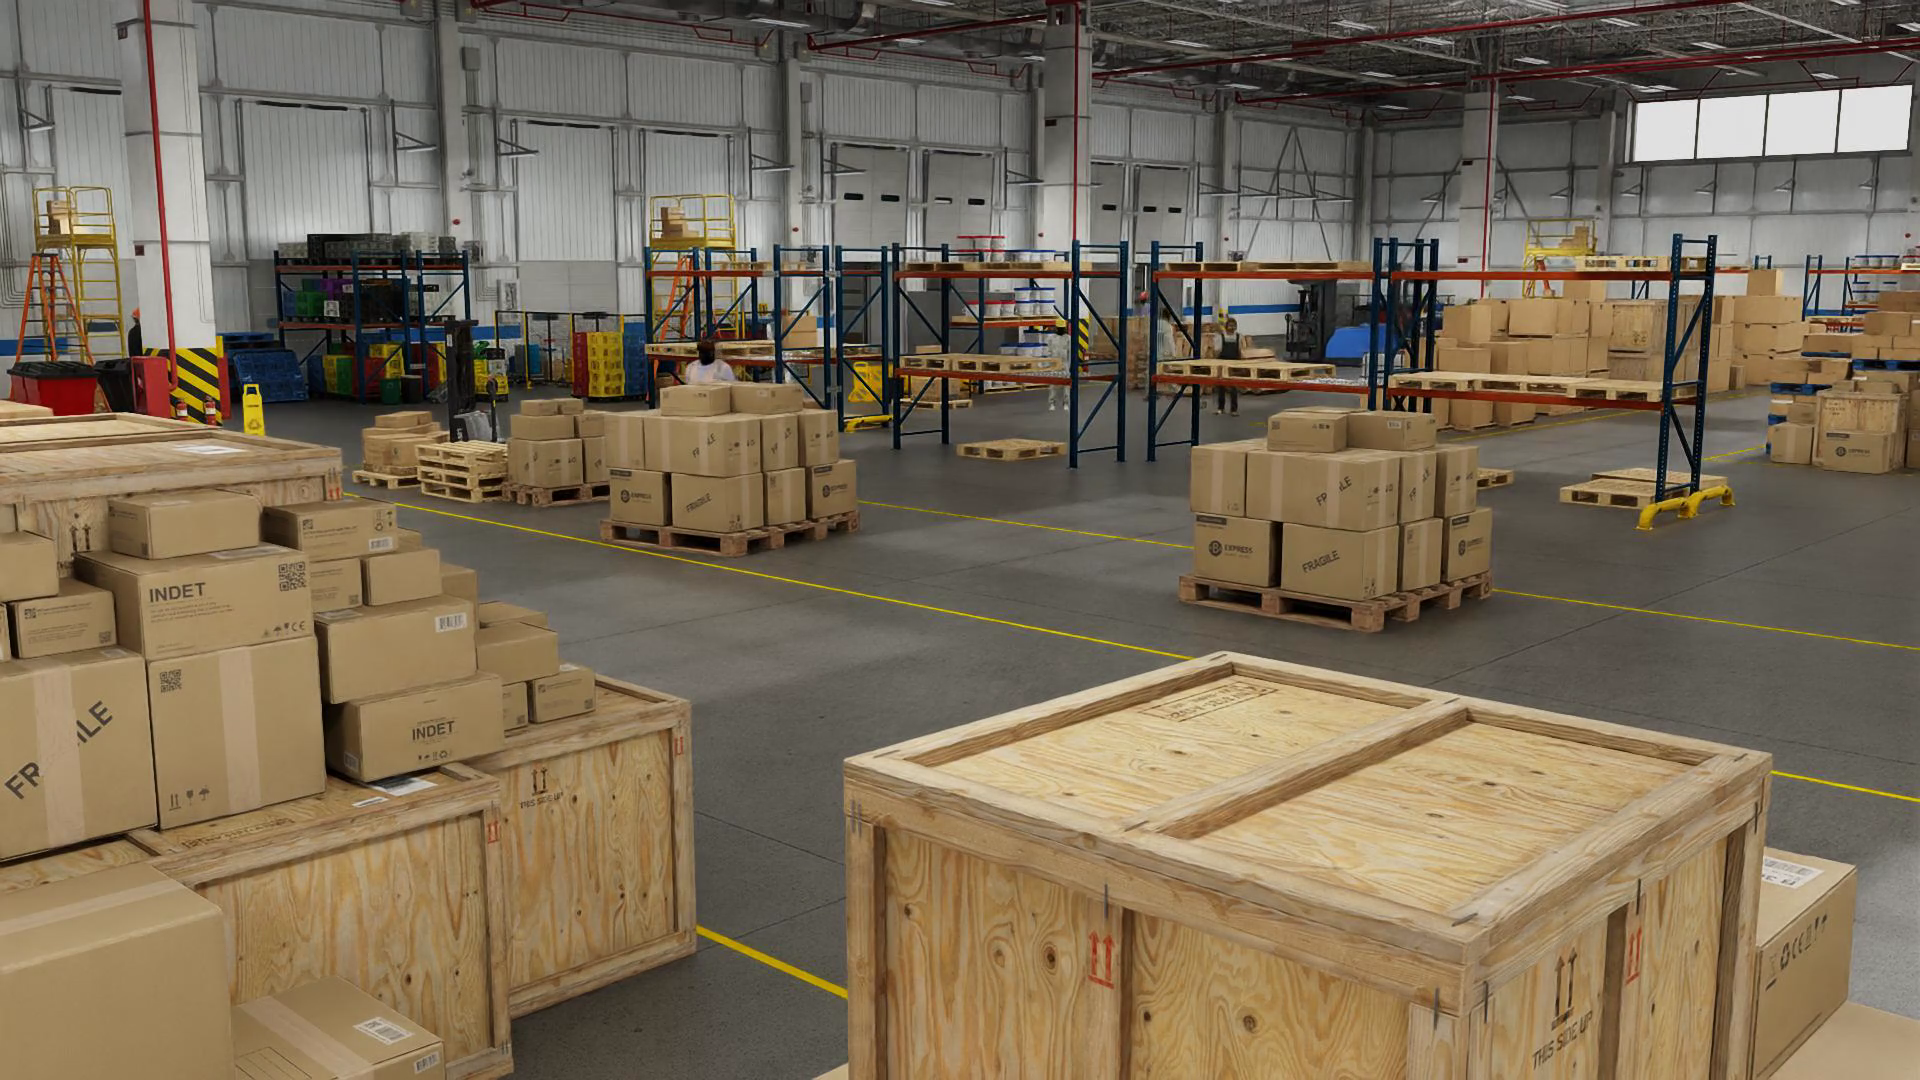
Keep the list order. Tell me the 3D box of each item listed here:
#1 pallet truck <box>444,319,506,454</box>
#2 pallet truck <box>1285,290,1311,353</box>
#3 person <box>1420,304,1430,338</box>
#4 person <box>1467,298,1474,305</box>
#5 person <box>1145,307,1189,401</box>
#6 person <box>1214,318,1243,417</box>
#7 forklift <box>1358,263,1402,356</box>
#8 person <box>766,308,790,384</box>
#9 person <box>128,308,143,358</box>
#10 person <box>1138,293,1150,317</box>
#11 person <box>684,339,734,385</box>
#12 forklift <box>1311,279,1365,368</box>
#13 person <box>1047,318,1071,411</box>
[{"bbox_3d":[-6.981,-1.942,22.150,1.885,1.965,0.823,1,9,9],"label":"pallet truck"},{"bbox_3d":[11.297,-6.951,52.861,1.885,1.965,0.823,-5,11,-29],"label":"pallet truck"},{"bbox_3d":[13.482,-5.993,48.085,0.310,1.638,0.523,-5,11,-29],"label":"person"},{"bbox_3d":[13.573,-5.520,44.480,1.020,1.875,0.681,-7,11,-36],"label":"person"},{"bbox_3d":[4.175,-3.726,33.396,1.038,1.887,0.647,-2,10,-14],"label":"person"},{"bbox_3d":[4.842,-3.134,30.164,0.532,1.790,0.829,0,9,-1],"label":"person"},{"bbox_3d":[12.273,-6.458,47.142,1.873,2.768,1.129,3,10,15],"label":"forklift"},{"bbox_3d":[-3.812,-3.999,35.193,0.576,1.852,0.859,-3,10,-18],"label":"person"},{"bbox_3d":[-14.088,-3.007,28.686,0.617,1.993,0.396,9,13,42],"label":"person"},{"bbox_3d":[5.627,-6.747,51.889,0.901,1.900,0.575,-4,10,-22],"label":"person"},{"bbox_3d":[-3.050,-1.485,19.903,0.637,1.824,0.586,4,10,24],"label":"person"},{"bbox_3d":[9.805,-6.000,44.334,1.873,2.768,1.129,0,9,2],"label":"forklift"},{"bbox_3d":[1.880,-3.291,31.231,0.485,1.737,0.328,1,9,8],"label":"person"}]
